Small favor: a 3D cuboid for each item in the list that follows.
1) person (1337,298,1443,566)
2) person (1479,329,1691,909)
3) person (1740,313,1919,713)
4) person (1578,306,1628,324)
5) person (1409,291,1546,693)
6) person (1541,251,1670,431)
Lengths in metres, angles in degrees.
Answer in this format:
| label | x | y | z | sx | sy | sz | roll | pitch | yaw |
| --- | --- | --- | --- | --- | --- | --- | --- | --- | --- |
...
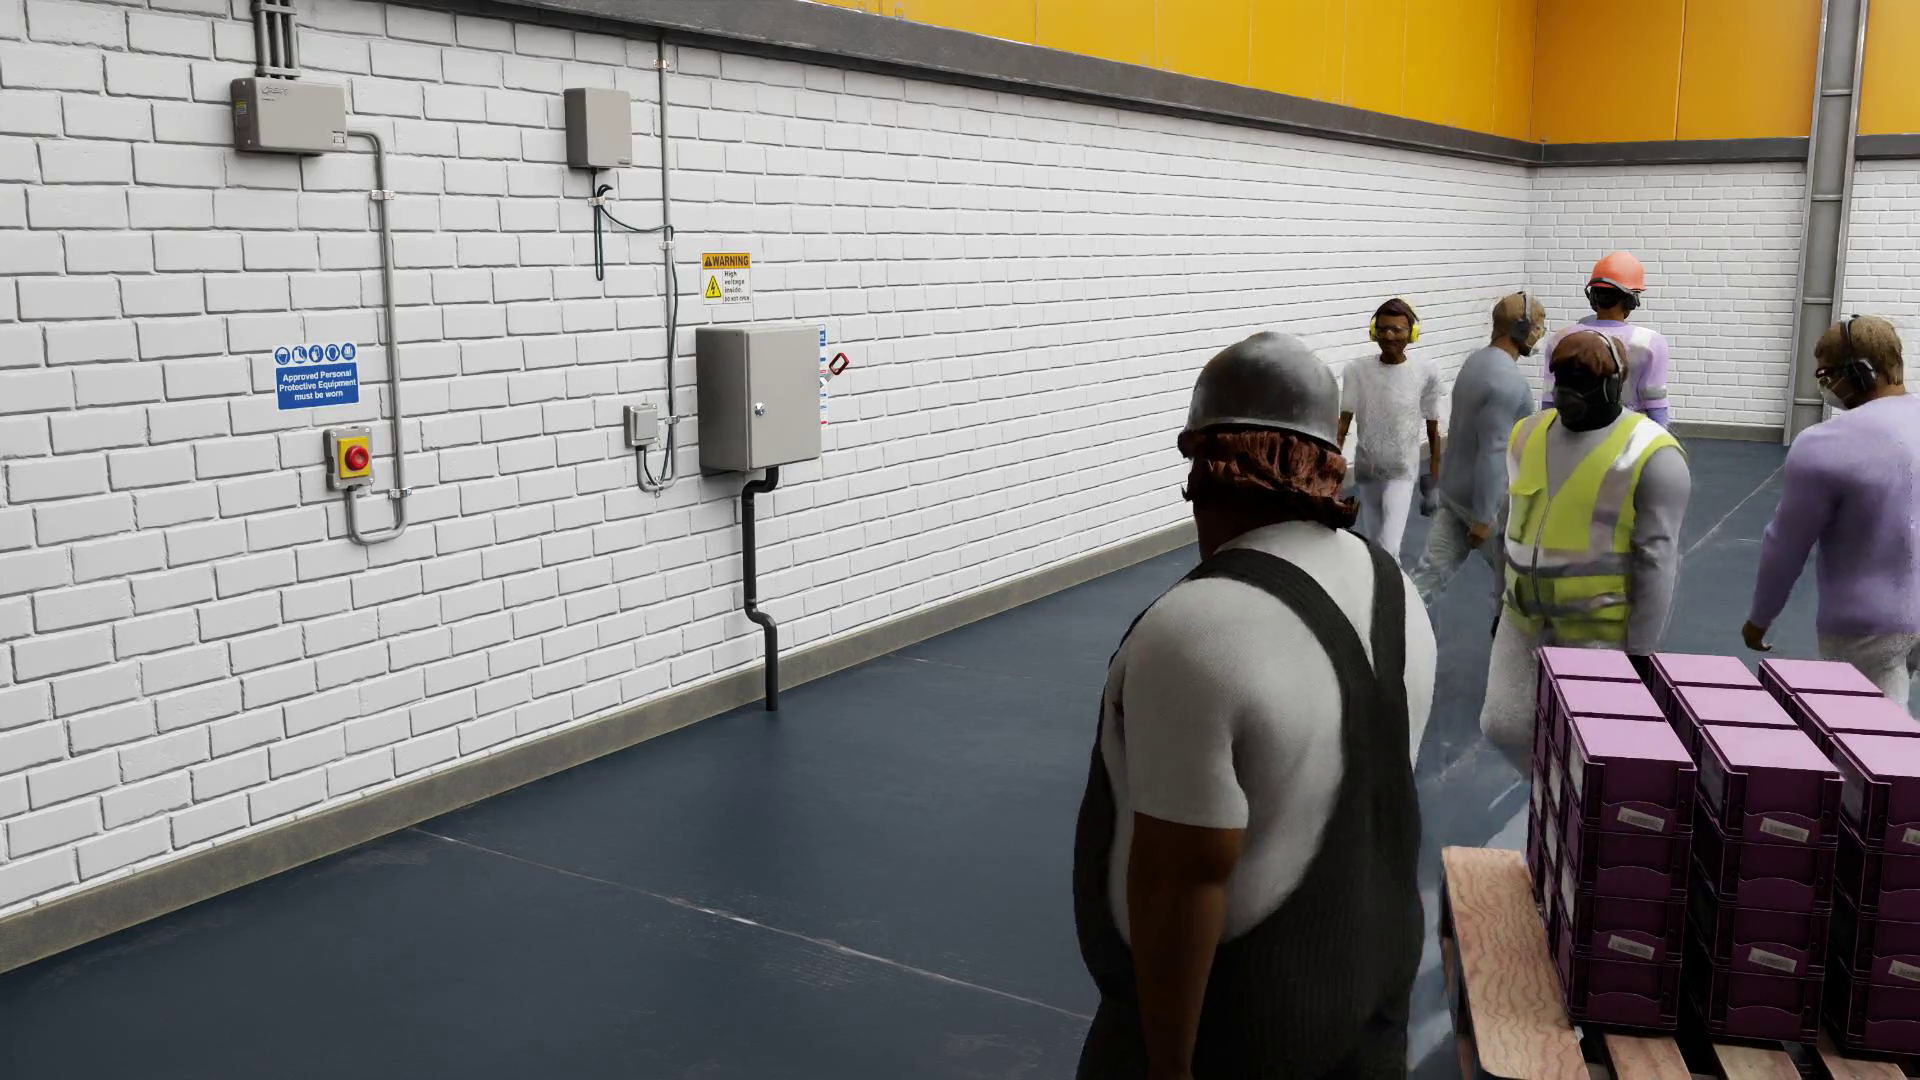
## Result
| label | x | y | z | sx | sy | sz | roll | pitch | yaw |
| --- | --- | --- | --- | --- | --- | --- | --- | --- | --- |
| person | 2.156 | -0.311 | 8.428 | 0.509 | 1.810 | 0.968 | 6 | 12 | 31 |
| person | 1.932 | 0.255 | 5.233 | 0.445 | 1.829 | 0.651 | -7 | 12 | -35 |
| person | 2.712 | 0.257 | 5.093 | 0.653 | 1.877 | 0.894 | -4 | 11 | -22 |
| person | 6.298 | -1.652 | 16.349 | 0.507 | 1.632 | 0.268 | 8 | 13 | 37 |
| person | 2.390 | -0.174 | 7.530 | 1.058 | 1.877 | 0.650 | -1 | 10 | -3 |
| person | 3.202 | -0.400 | 8.276 | 0.615 | 2.042 | 0.373 | 9 | 13 | 39 |
